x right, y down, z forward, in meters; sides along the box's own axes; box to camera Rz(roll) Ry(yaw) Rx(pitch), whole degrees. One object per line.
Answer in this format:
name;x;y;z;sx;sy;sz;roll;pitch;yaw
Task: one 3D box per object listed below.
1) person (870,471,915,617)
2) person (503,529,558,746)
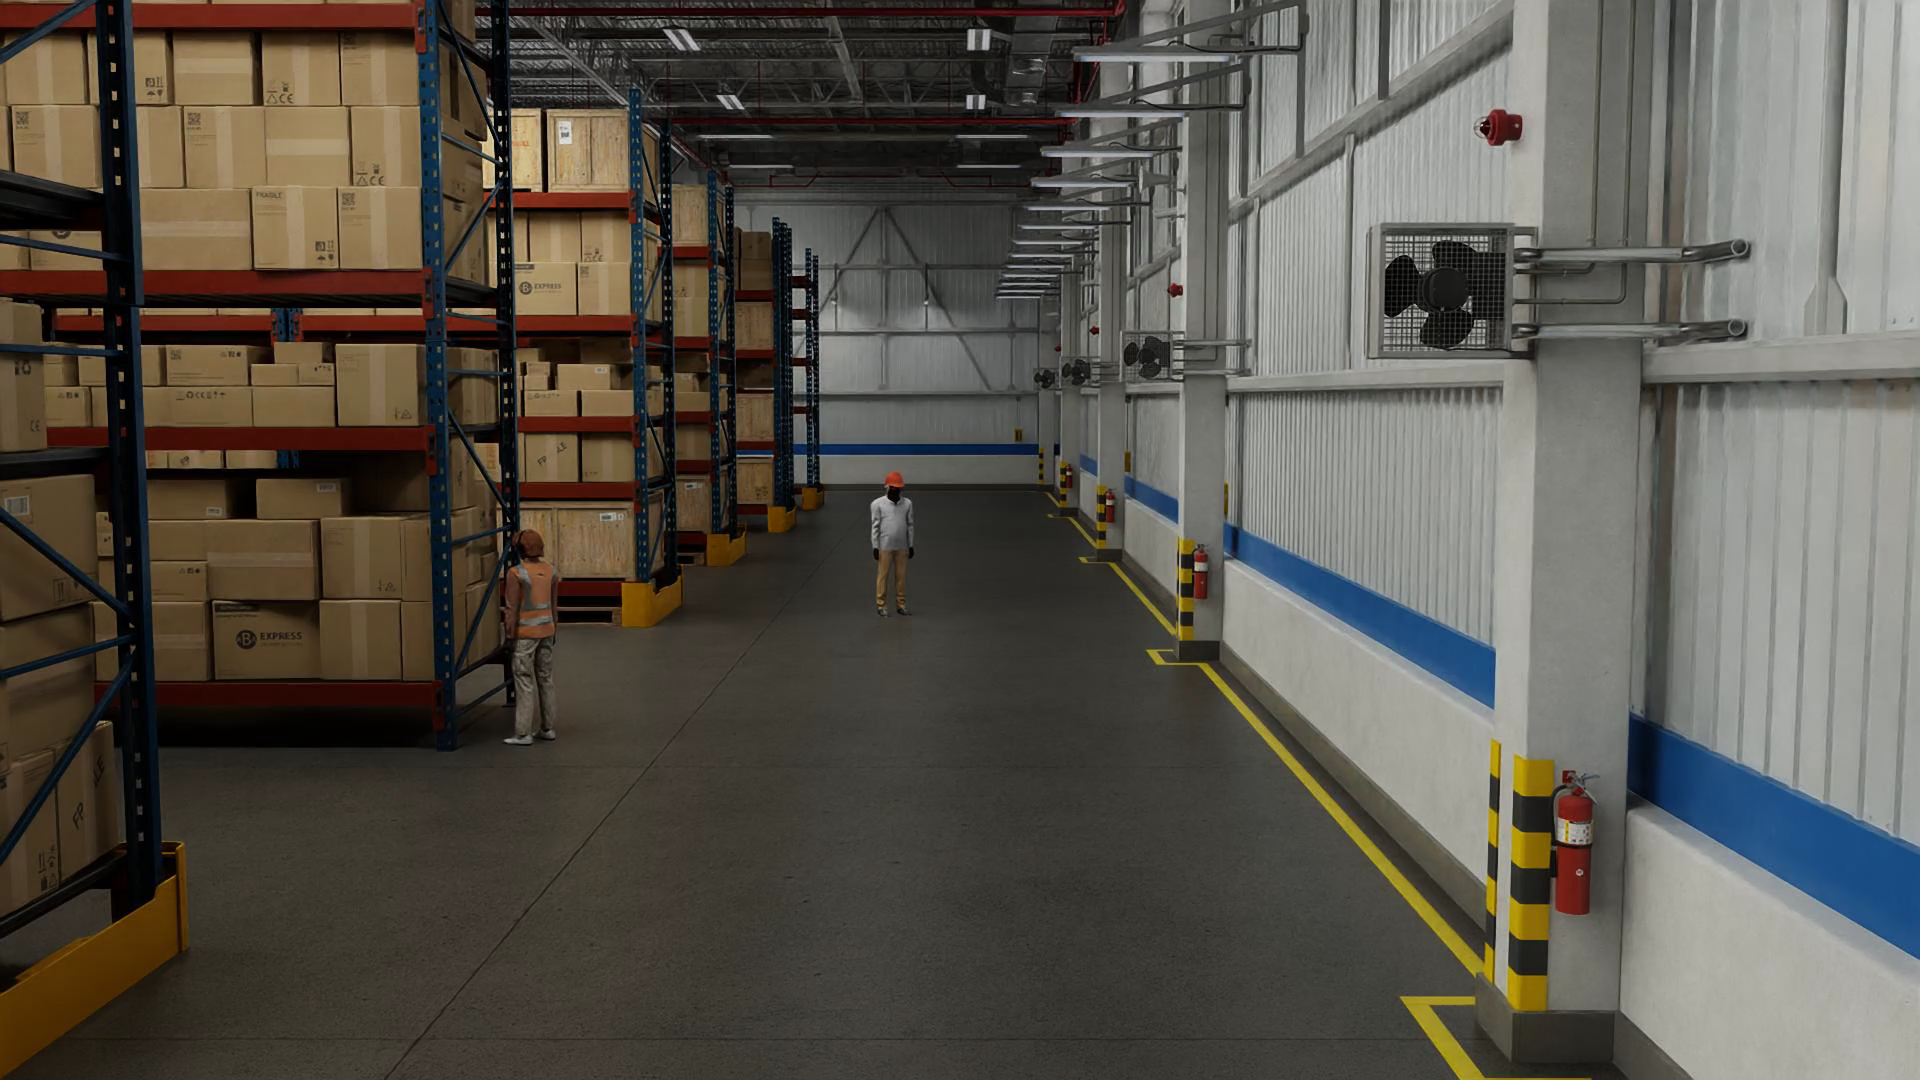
person;-0.793;0.051;19.865;0.566;1.744;0.350;-3;6;-28
person;-3.238;0.732;12.584;0.318;1.631;0.524;3;6;28
